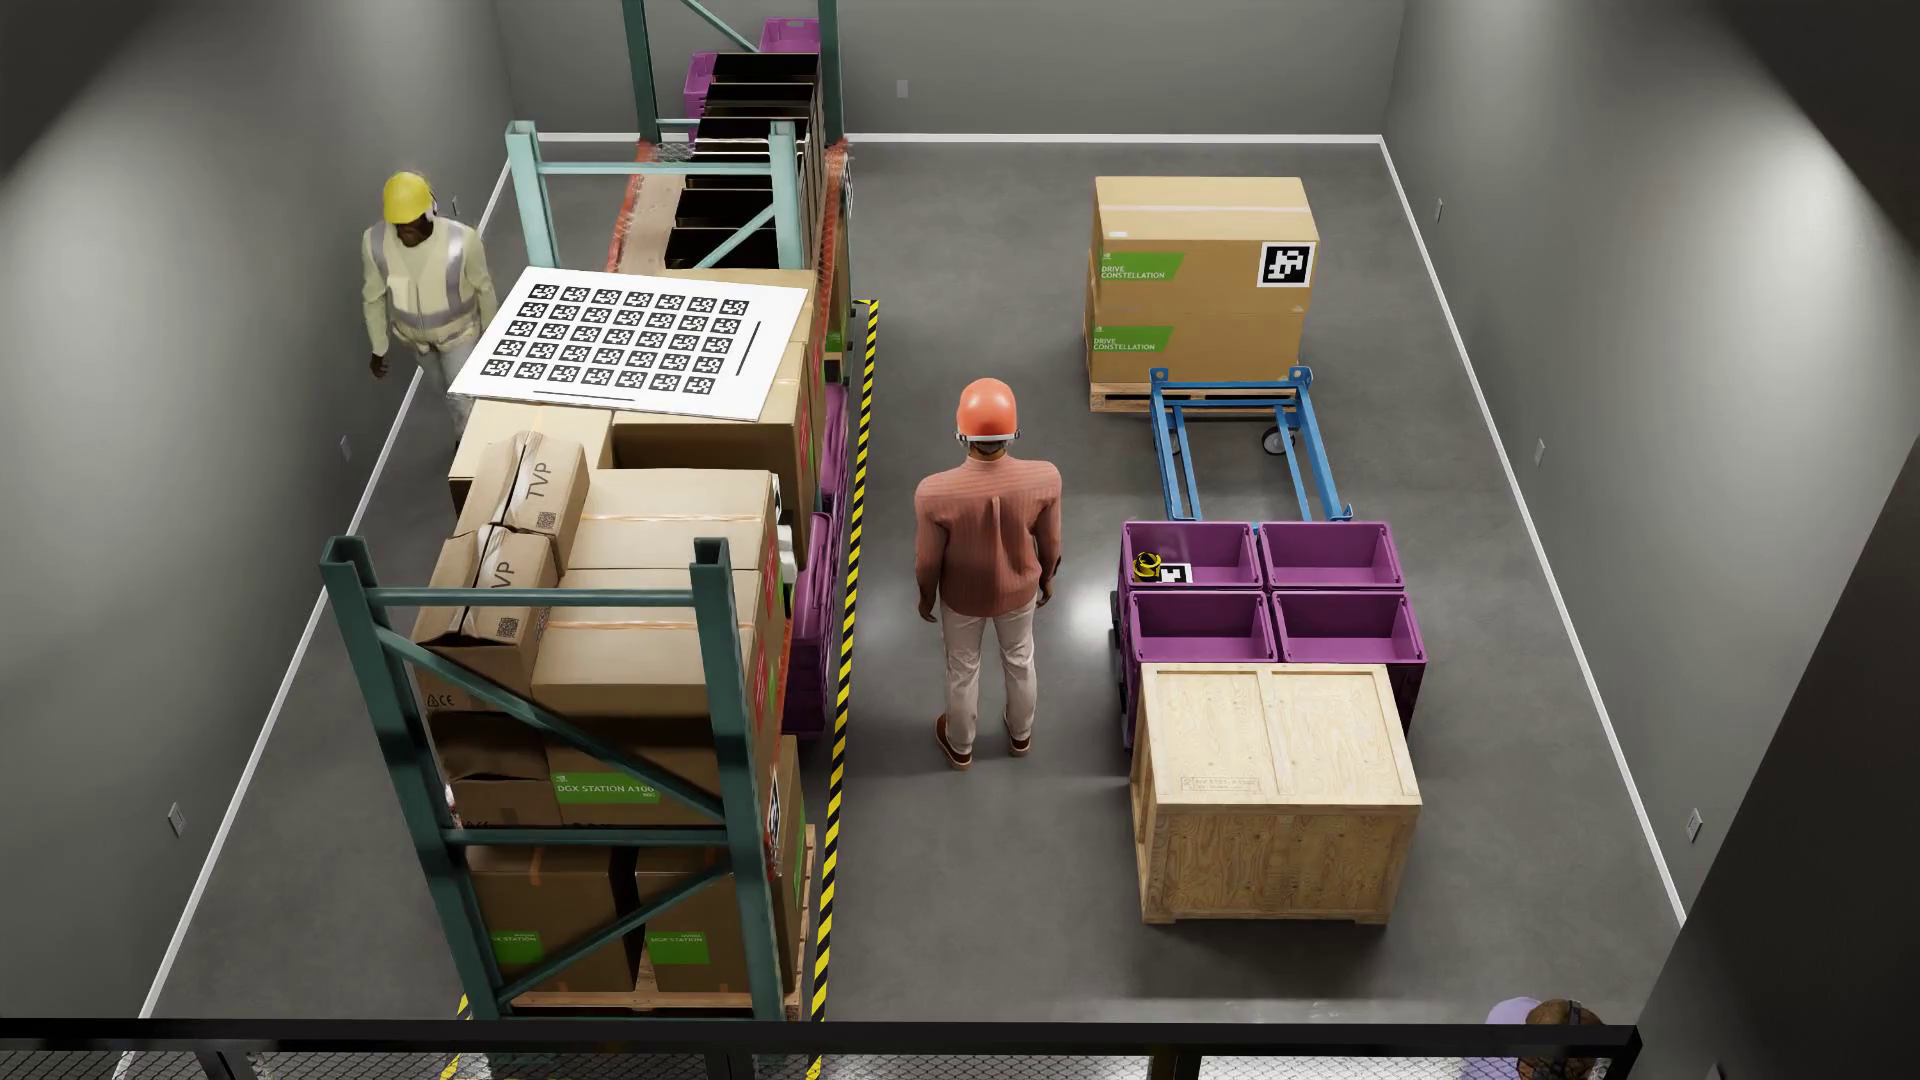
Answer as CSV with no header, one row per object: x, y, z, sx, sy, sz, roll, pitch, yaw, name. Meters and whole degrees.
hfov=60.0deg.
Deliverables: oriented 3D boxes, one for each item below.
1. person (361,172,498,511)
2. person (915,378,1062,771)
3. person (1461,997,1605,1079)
-2.658,-1.014,8.380,0.610,1.788,0.918,1,41,1,person
0.112,0.175,6.871,0.612,1.995,0.375,-10,42,-11,person
1.545,1.937,4.904,0.355,1.938,0.634,11,42,12,person
